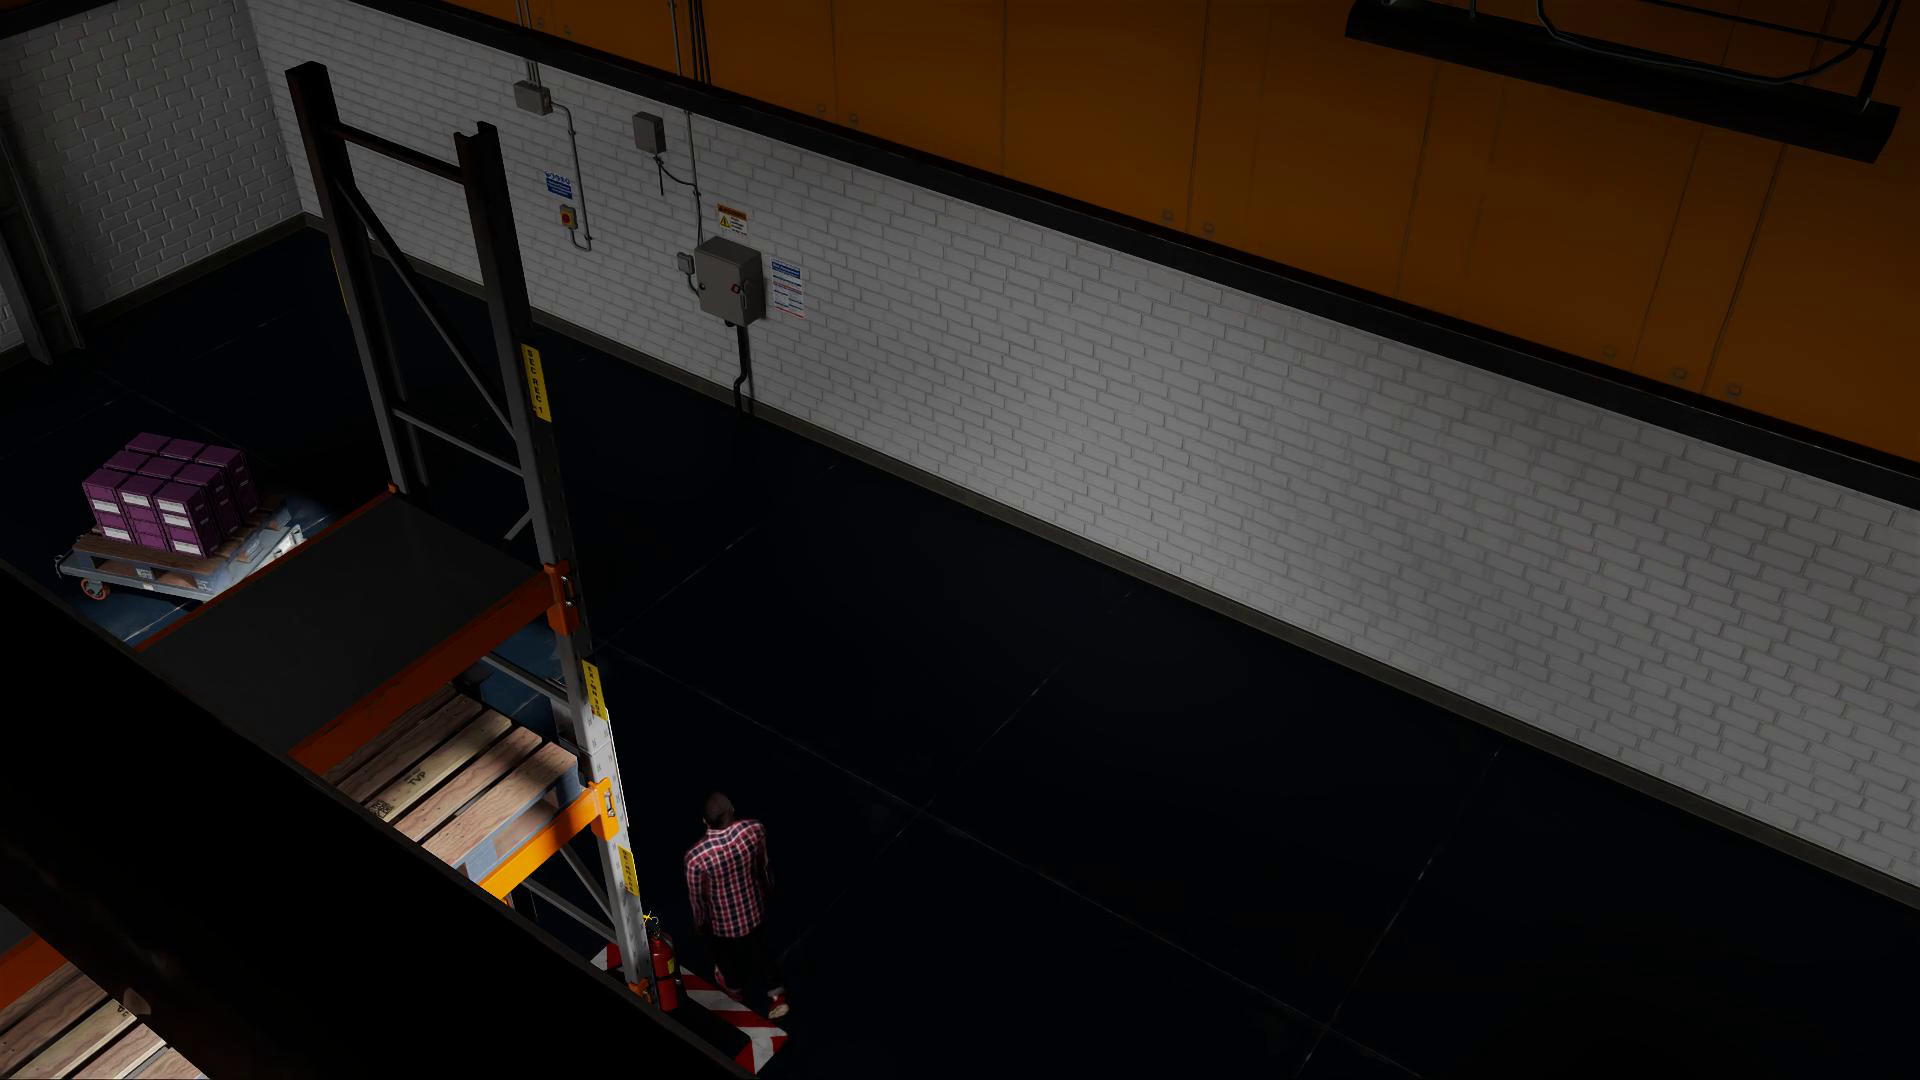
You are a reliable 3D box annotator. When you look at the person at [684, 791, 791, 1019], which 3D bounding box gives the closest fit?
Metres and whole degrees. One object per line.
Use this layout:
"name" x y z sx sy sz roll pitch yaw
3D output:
"person" -1.260 2.135 9.483 0.962 1.744 0.932 -24 45 -27
